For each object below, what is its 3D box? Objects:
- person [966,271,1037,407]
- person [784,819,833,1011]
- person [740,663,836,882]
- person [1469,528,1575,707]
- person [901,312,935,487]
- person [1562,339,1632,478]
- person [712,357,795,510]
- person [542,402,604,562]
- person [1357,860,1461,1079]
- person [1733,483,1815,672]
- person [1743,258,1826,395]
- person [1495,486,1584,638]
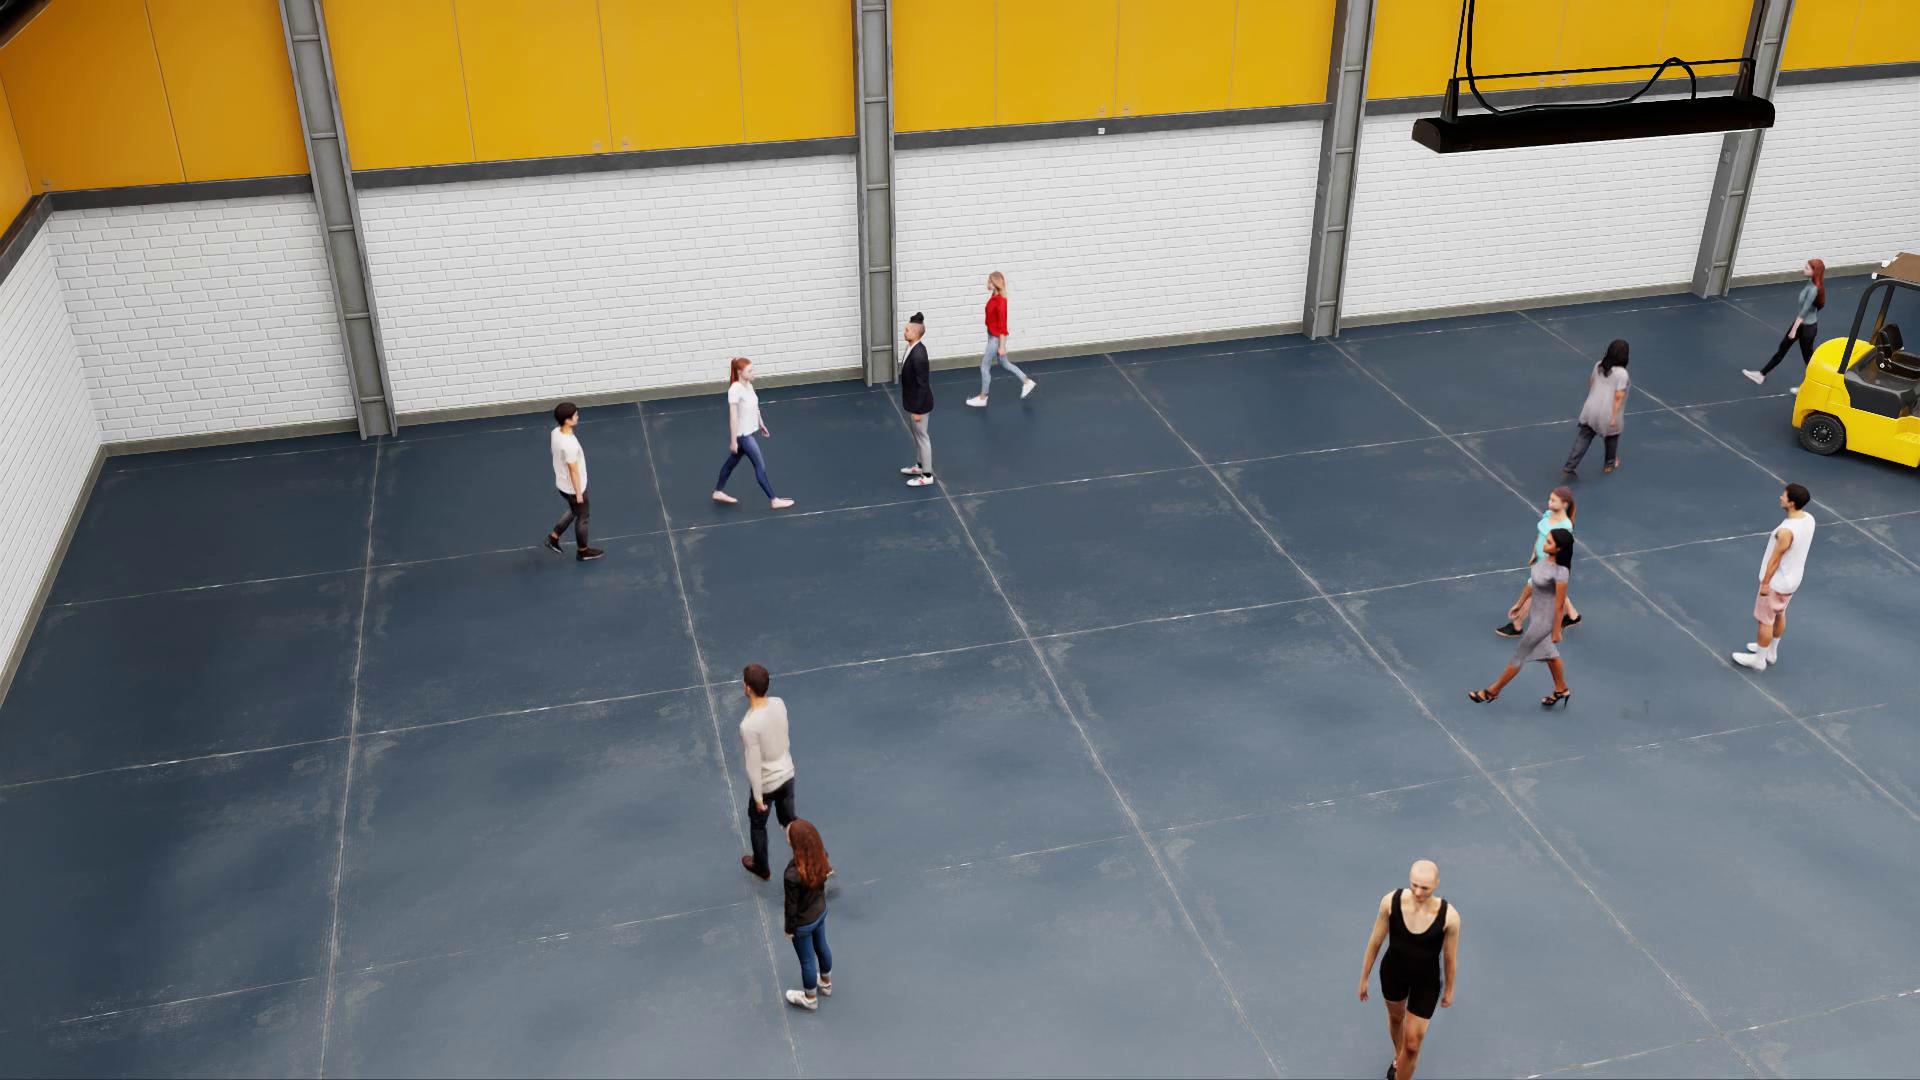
[{"bbox_3d":[0.511,-2.373,19.736,1.106,1.678,0.700,-4,29,-8],"label":"person"},{"bbox_3d":[-1.005,2.478,11.049,0.673,1.481,0.622,14,31,23],"label":"person"},{"bbox_3d":[-1.289,1.767,11.991,1.098,1.829,1.075,15,32,25],"label":"person"},{"bbox_3d":[5.014,0.698,14.045,1.175,1.737,0.853,2,29,5],"label":"person"},{"bbox_3d":[-0.452,-1.525,17.898,0.584,1.950,0.717,-6,29,-10],"label":"person"},{"bbox_3d":[6.919,-1.380,18.025,1.148,1.573,0.860,-18,33,-29],"label":"person"},{"bbox_3d":[-2.339,-1.095,17.380,1.209,1.691,0.882,4,29,7],"label":"person"},{"bbox_3d":[-3.898,-0.556,16.373,0.876,1.709,0.748,-14,32,-25],"label":"person"},{"bbox_3d":[2.833,2.673,10.364,0.980,1.796,1.037,15,32,25],"label":"person"},{"bbox_3d":[7.245,0.333,14.665,0.641,1.784,0.768,-20,35,-32],"label":"person"},{"bbox_3d":[10.228,-2.514,19.965,1.115,1.707,1.011,13,31,23],"label":"person"},{"bbox_3d":[5.452,0.218,15.149,1.097,1.523,0.675,-2,29,-4],"label":"person"}]
